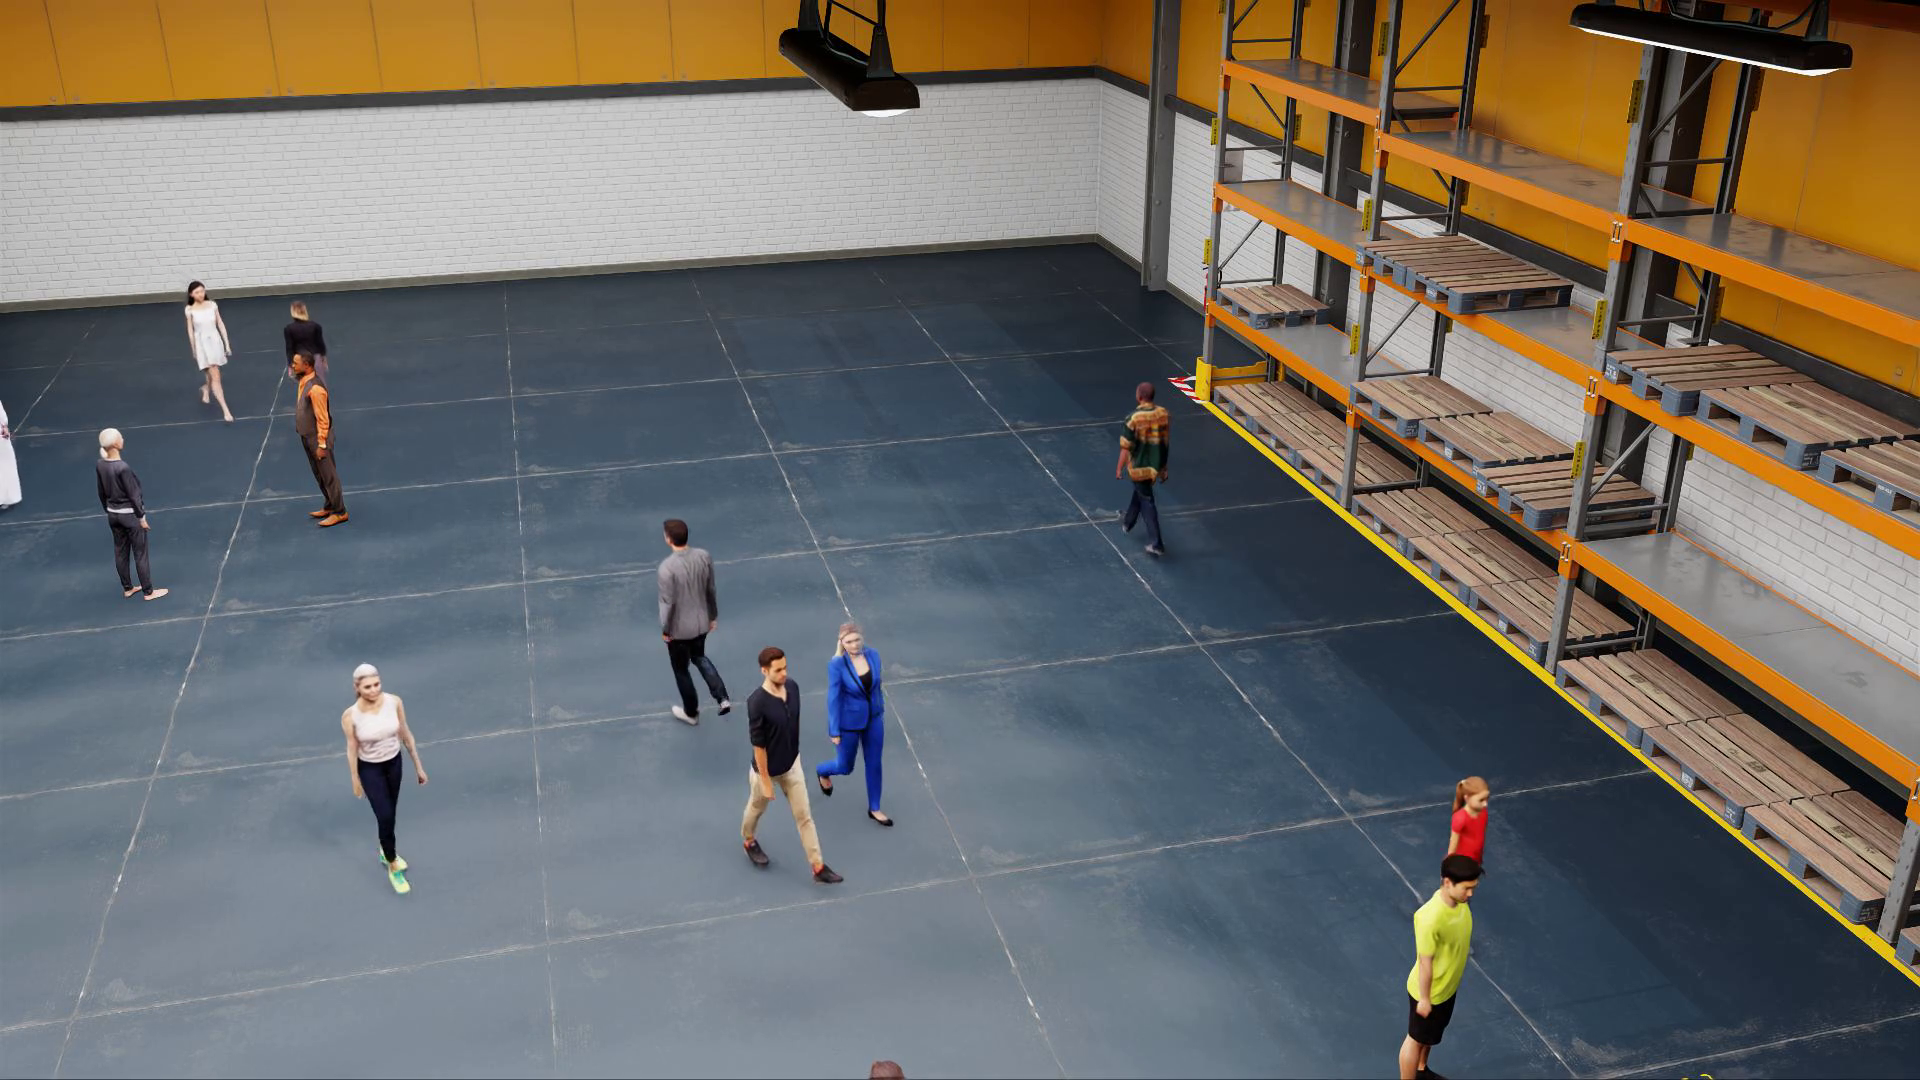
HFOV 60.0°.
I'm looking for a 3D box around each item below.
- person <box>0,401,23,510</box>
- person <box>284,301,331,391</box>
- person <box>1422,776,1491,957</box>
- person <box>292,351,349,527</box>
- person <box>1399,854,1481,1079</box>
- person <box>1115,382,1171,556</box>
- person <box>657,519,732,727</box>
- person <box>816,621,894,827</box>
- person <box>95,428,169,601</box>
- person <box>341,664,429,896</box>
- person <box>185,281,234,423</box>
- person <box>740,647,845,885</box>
[{"bbox_3d":[-10.585,-1.193,17.937,0.850,1.909,0.964,1,24,3],"label":"person"},{"bbox_3d":[-7.912,-2.063,20.258,0.726,1.645,0.964,-11,26,-24],"label":"person"},{"bbox_3d":[3.314,2.130,11.091,0.576,1.305,0.704,-13,27,-27],"label":"person"},{"bbox_3d":[-6.832,-1.098,17.721,0.838,1.908,0.682,-16,28,-32],"label":"person"},{"bbox_3d":[2.746,2.544,9.643,0.739,1.706,0.700,16,28,32],"label":"person"},{"bbox_3d":[1.934,-0.688,16.977,0.842,1.753,1.271,-11,26,-24],"label":"person"},{"bbox_3d":[-2.184,0.723,13.621,0.997,1.856,0.909,21,31,40],"label":"person"},{"bbox_3d":[-0.833,1.341,12.426,1.070,1.682,0.911,21,31,39],"label":"person"},{"bbox_3d":[-8.050,-0.259,16.031,0.691,1.726,0.716,9,25,20],"label":"person"},{"bbox_3d":[-4.153,1.609,11.809,0.947,1.685,0.853,18,30,36],"label":"person"},{"bbox_3d":[-9.453,-2.385,20.888,0.983,1.731,1.252,-21,31,-40],"label":"person"},{"bbox_3d":[-1.369,1.577,11.733,1.271,1.804,1.064,20,31,39],"label":"person"}]
